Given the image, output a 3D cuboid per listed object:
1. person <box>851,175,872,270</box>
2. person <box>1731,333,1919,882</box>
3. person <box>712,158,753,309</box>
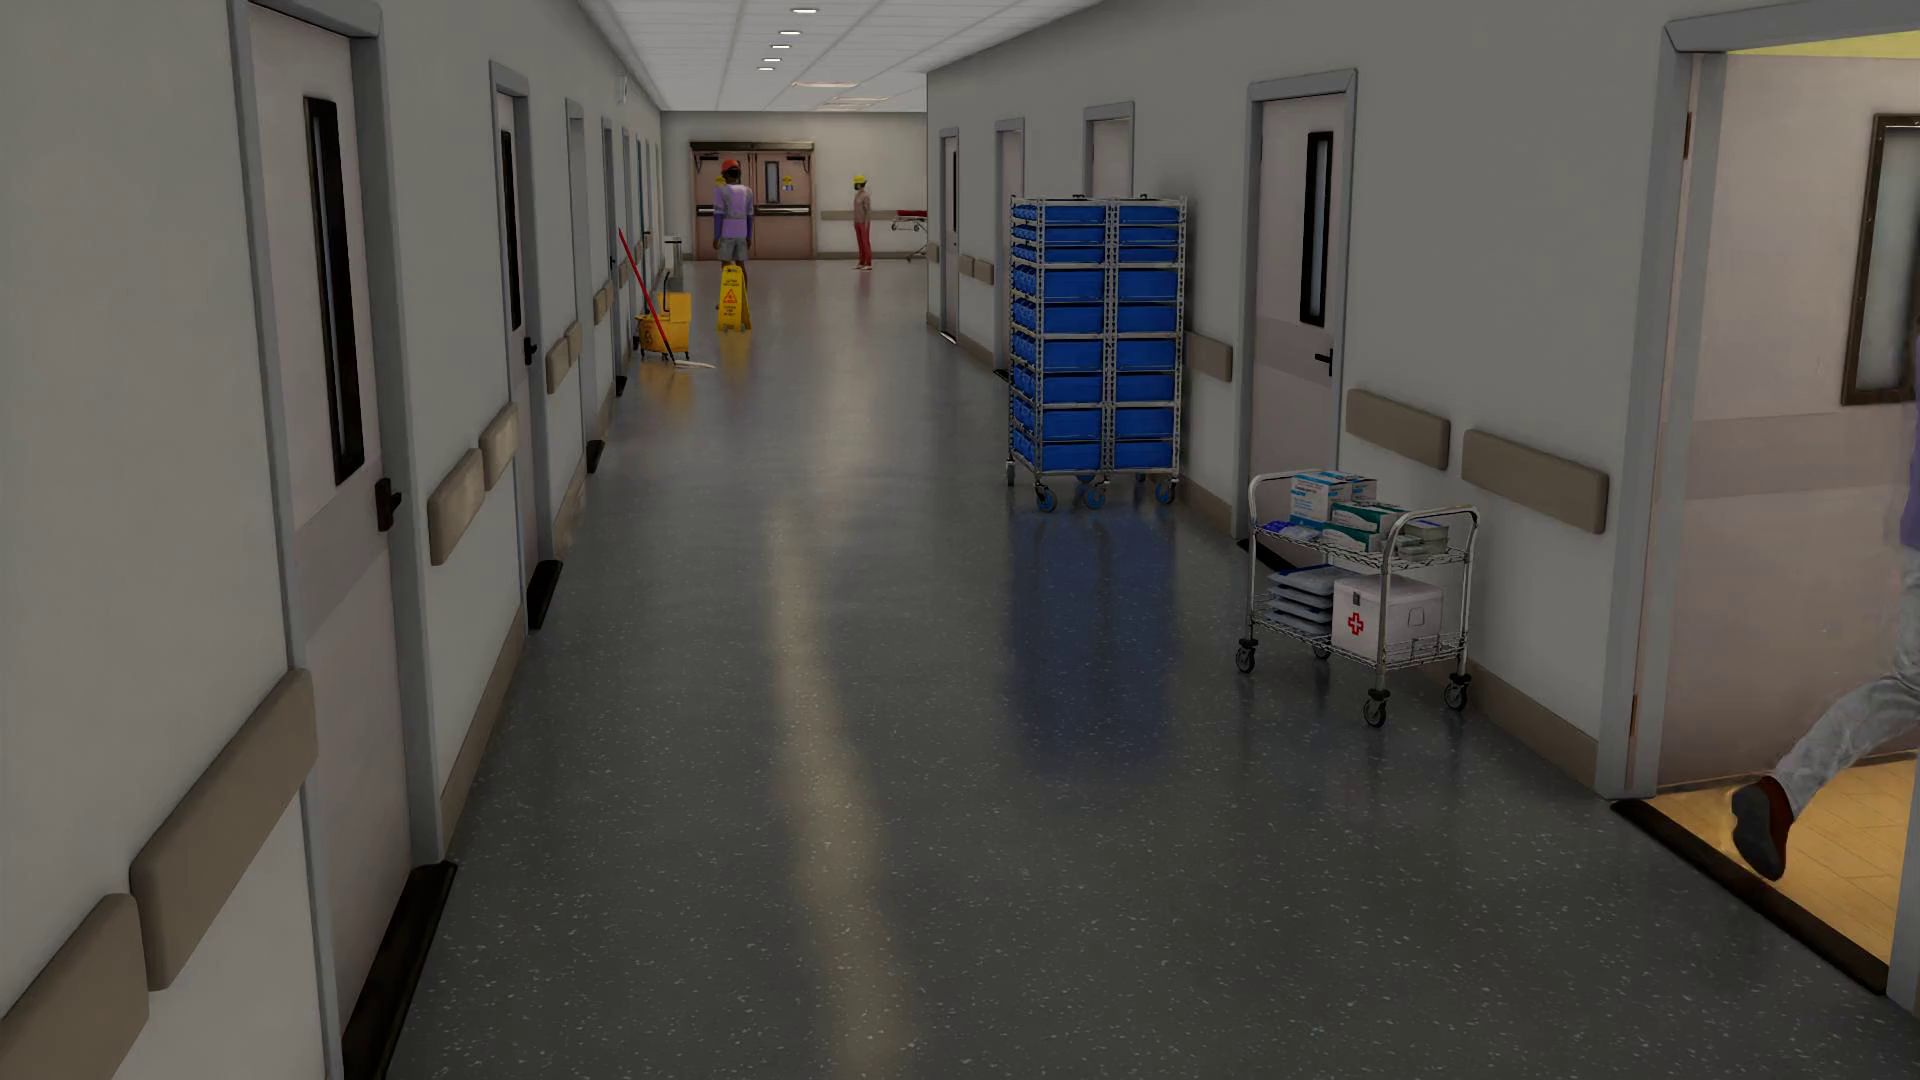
[{"bbox_3d":[-1.859,-5.940,31.147,0.326,1.767,0.533,-7,14,-29],"label":"person"},{"bbox_3d":[2.517,0.050,4.229,0.831,1.910,0.644,0,13,-1],"label":"person"},{"bbox_3d":[-3.097,-4.149,22.617,0.615,2.028,0.409,-11,17,-41],"label":"person"}]
